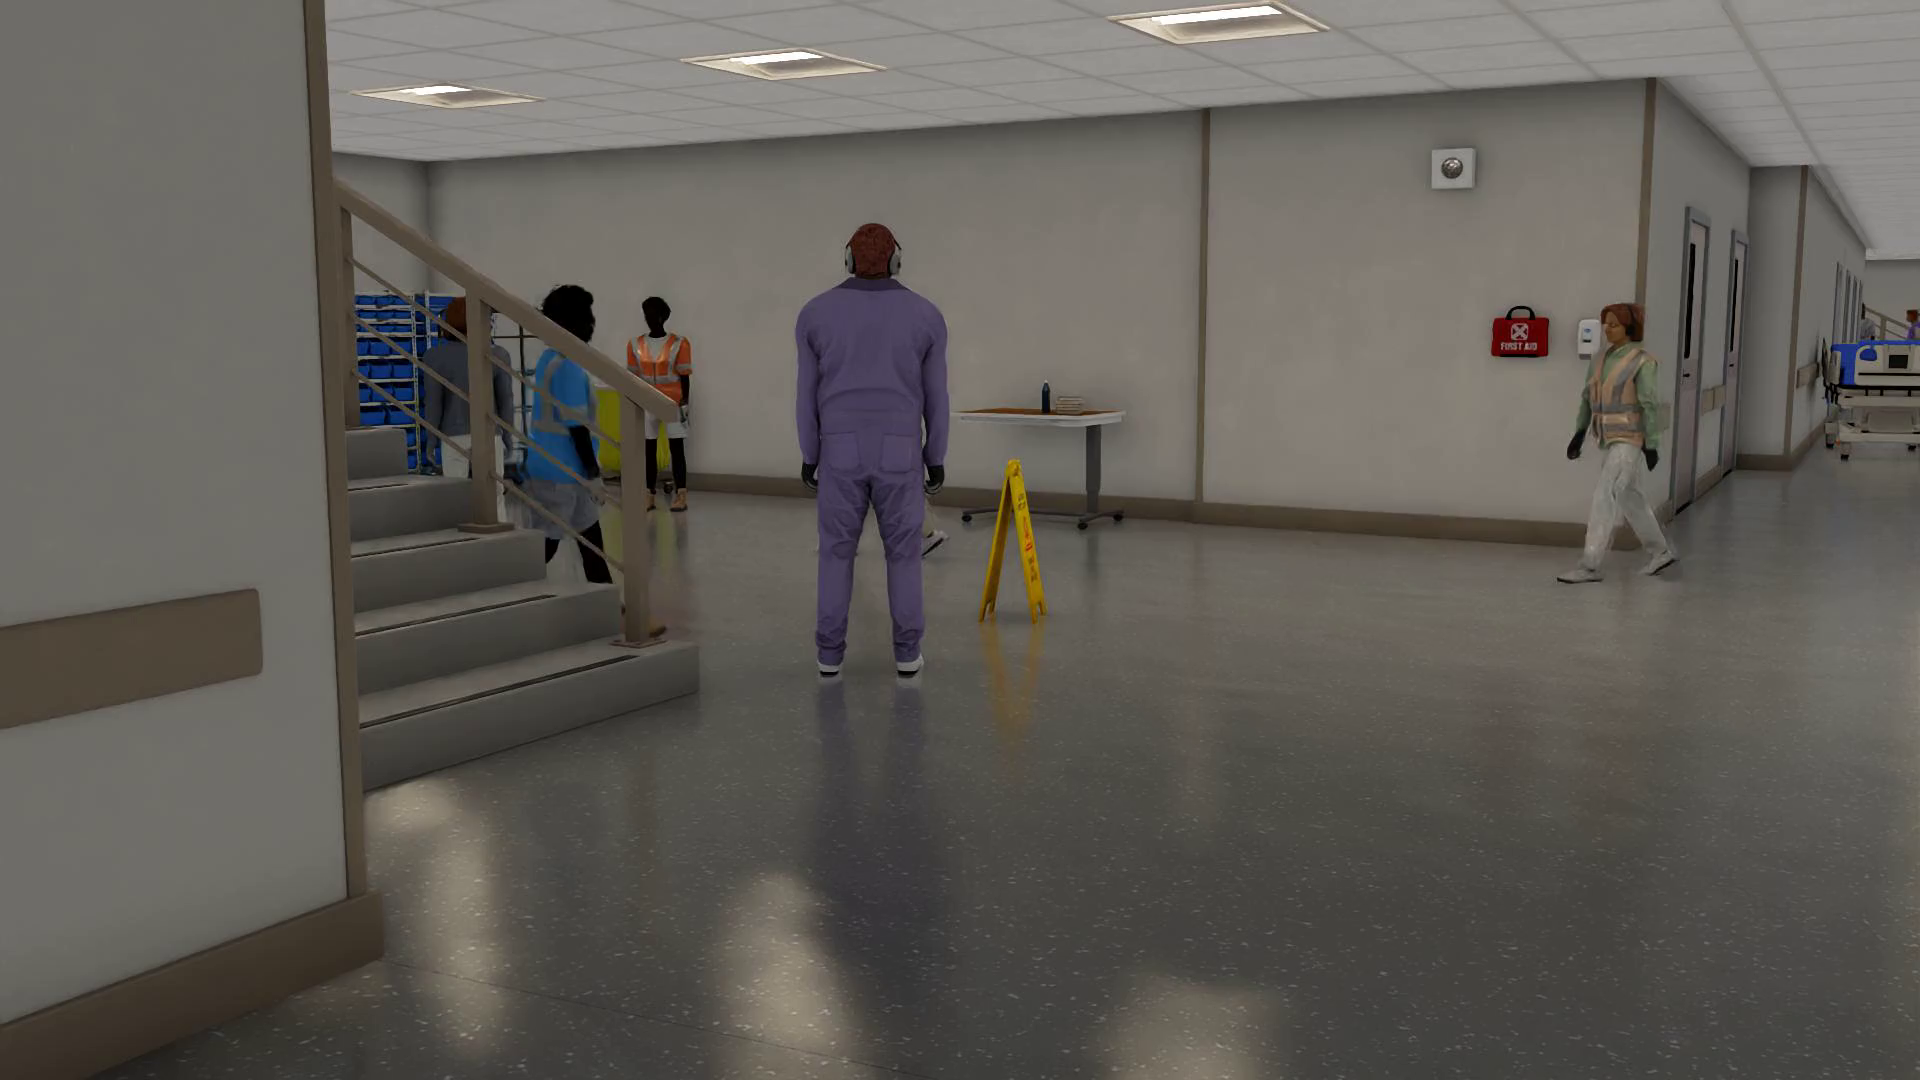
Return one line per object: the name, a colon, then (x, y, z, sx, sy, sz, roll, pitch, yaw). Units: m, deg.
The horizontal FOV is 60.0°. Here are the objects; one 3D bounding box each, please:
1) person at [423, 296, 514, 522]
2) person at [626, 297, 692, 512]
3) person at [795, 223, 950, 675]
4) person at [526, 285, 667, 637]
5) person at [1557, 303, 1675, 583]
person: (-2.799, -0.571, 9.504, 0.499, 1.633, 0.281, -3, 8, -23)
person: (-2.355, -1.058, 13.045, 0.532, 1.688, 0.324, 1, 7, 4)
person: (-0.366, -0.377, 7.019, 0.645, 1.899, 0.396, 0, 7, -1)
person: (-1.762, -0.302, 7.383, 0.845, 1.643, 0.551, -3, 8, -20)
person: (3.825, -0.561, 9.553, 0.836, 1.599, 0.516, -2, 8, -12)
